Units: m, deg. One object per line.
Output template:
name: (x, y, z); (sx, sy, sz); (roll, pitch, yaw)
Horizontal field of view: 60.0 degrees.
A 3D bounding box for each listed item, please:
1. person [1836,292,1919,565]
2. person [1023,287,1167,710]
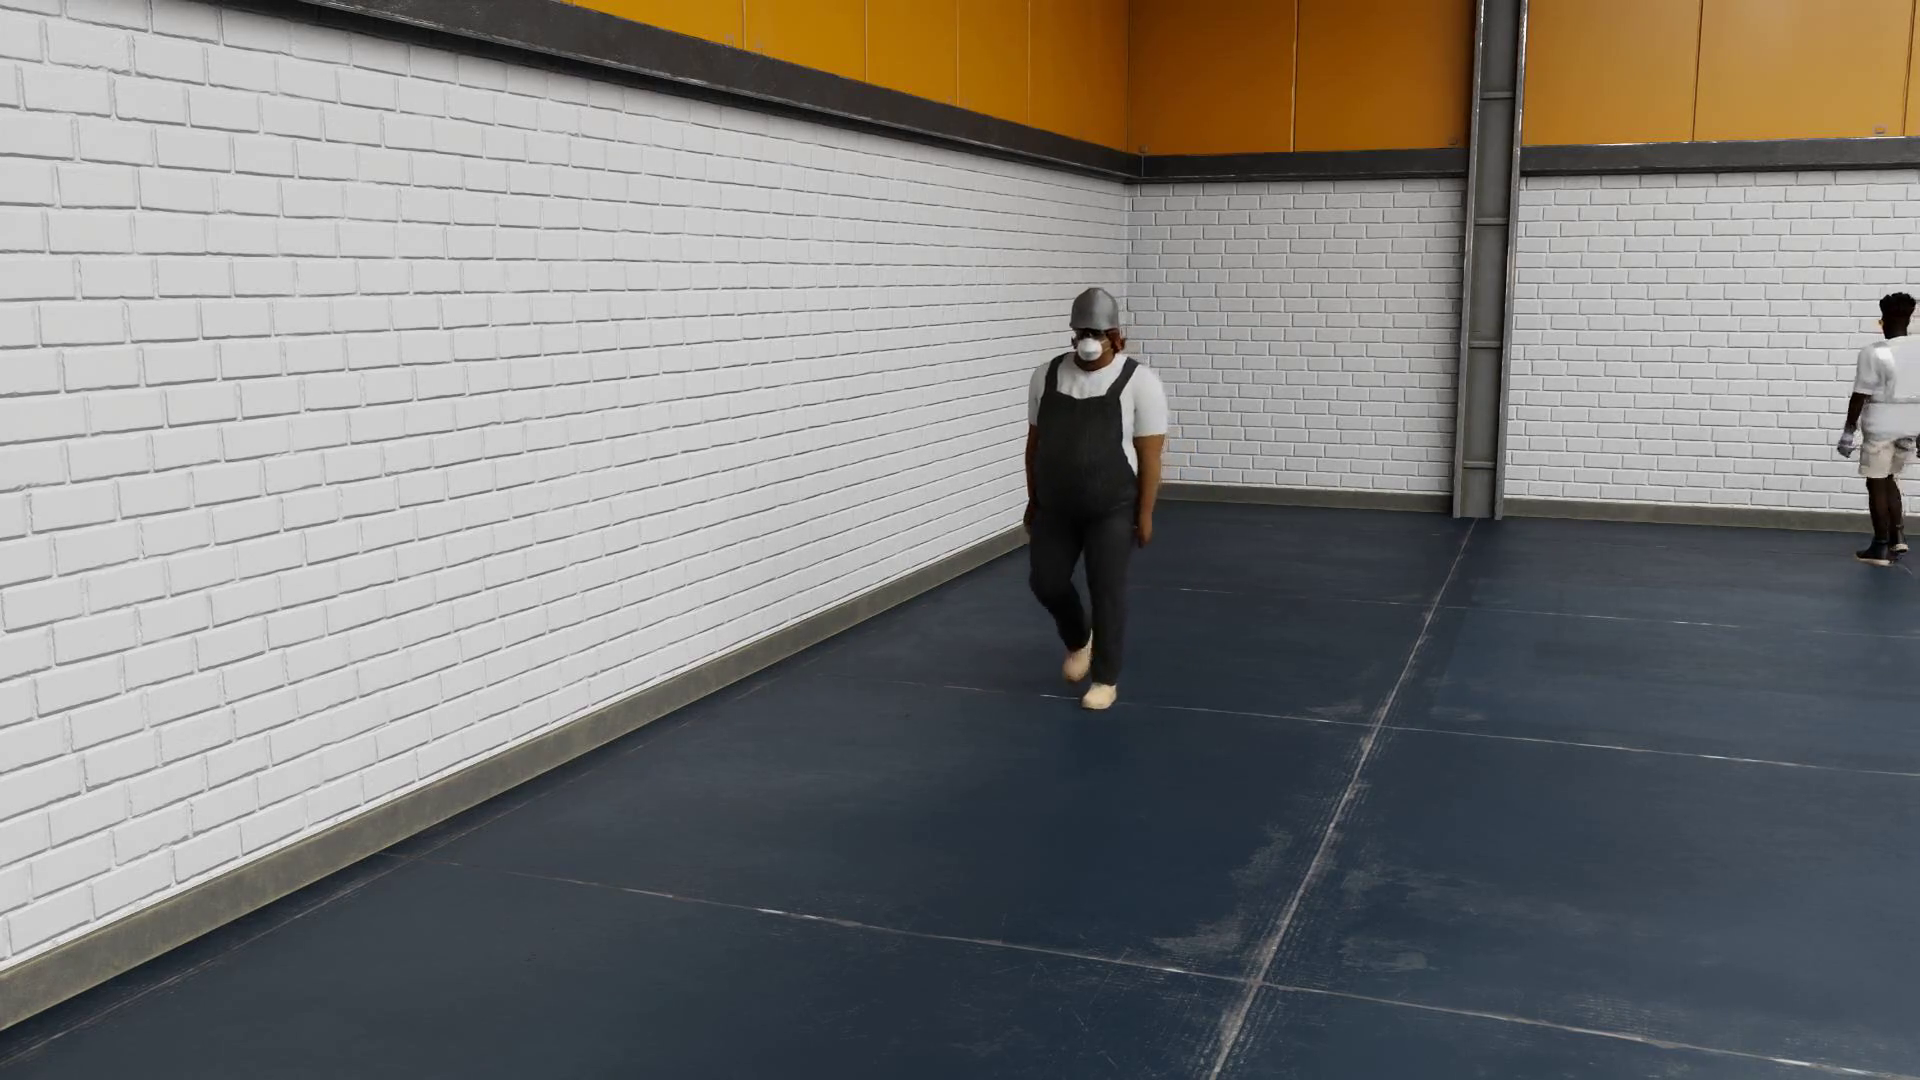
person: (6.625, -0.796, 11.939); (0.615, 1.952, 0.472); (-2, 9, -15)
person: (0.624, -0.209, 7.968); (0.699, 2.000, 0.582); (4, 10, 25)
